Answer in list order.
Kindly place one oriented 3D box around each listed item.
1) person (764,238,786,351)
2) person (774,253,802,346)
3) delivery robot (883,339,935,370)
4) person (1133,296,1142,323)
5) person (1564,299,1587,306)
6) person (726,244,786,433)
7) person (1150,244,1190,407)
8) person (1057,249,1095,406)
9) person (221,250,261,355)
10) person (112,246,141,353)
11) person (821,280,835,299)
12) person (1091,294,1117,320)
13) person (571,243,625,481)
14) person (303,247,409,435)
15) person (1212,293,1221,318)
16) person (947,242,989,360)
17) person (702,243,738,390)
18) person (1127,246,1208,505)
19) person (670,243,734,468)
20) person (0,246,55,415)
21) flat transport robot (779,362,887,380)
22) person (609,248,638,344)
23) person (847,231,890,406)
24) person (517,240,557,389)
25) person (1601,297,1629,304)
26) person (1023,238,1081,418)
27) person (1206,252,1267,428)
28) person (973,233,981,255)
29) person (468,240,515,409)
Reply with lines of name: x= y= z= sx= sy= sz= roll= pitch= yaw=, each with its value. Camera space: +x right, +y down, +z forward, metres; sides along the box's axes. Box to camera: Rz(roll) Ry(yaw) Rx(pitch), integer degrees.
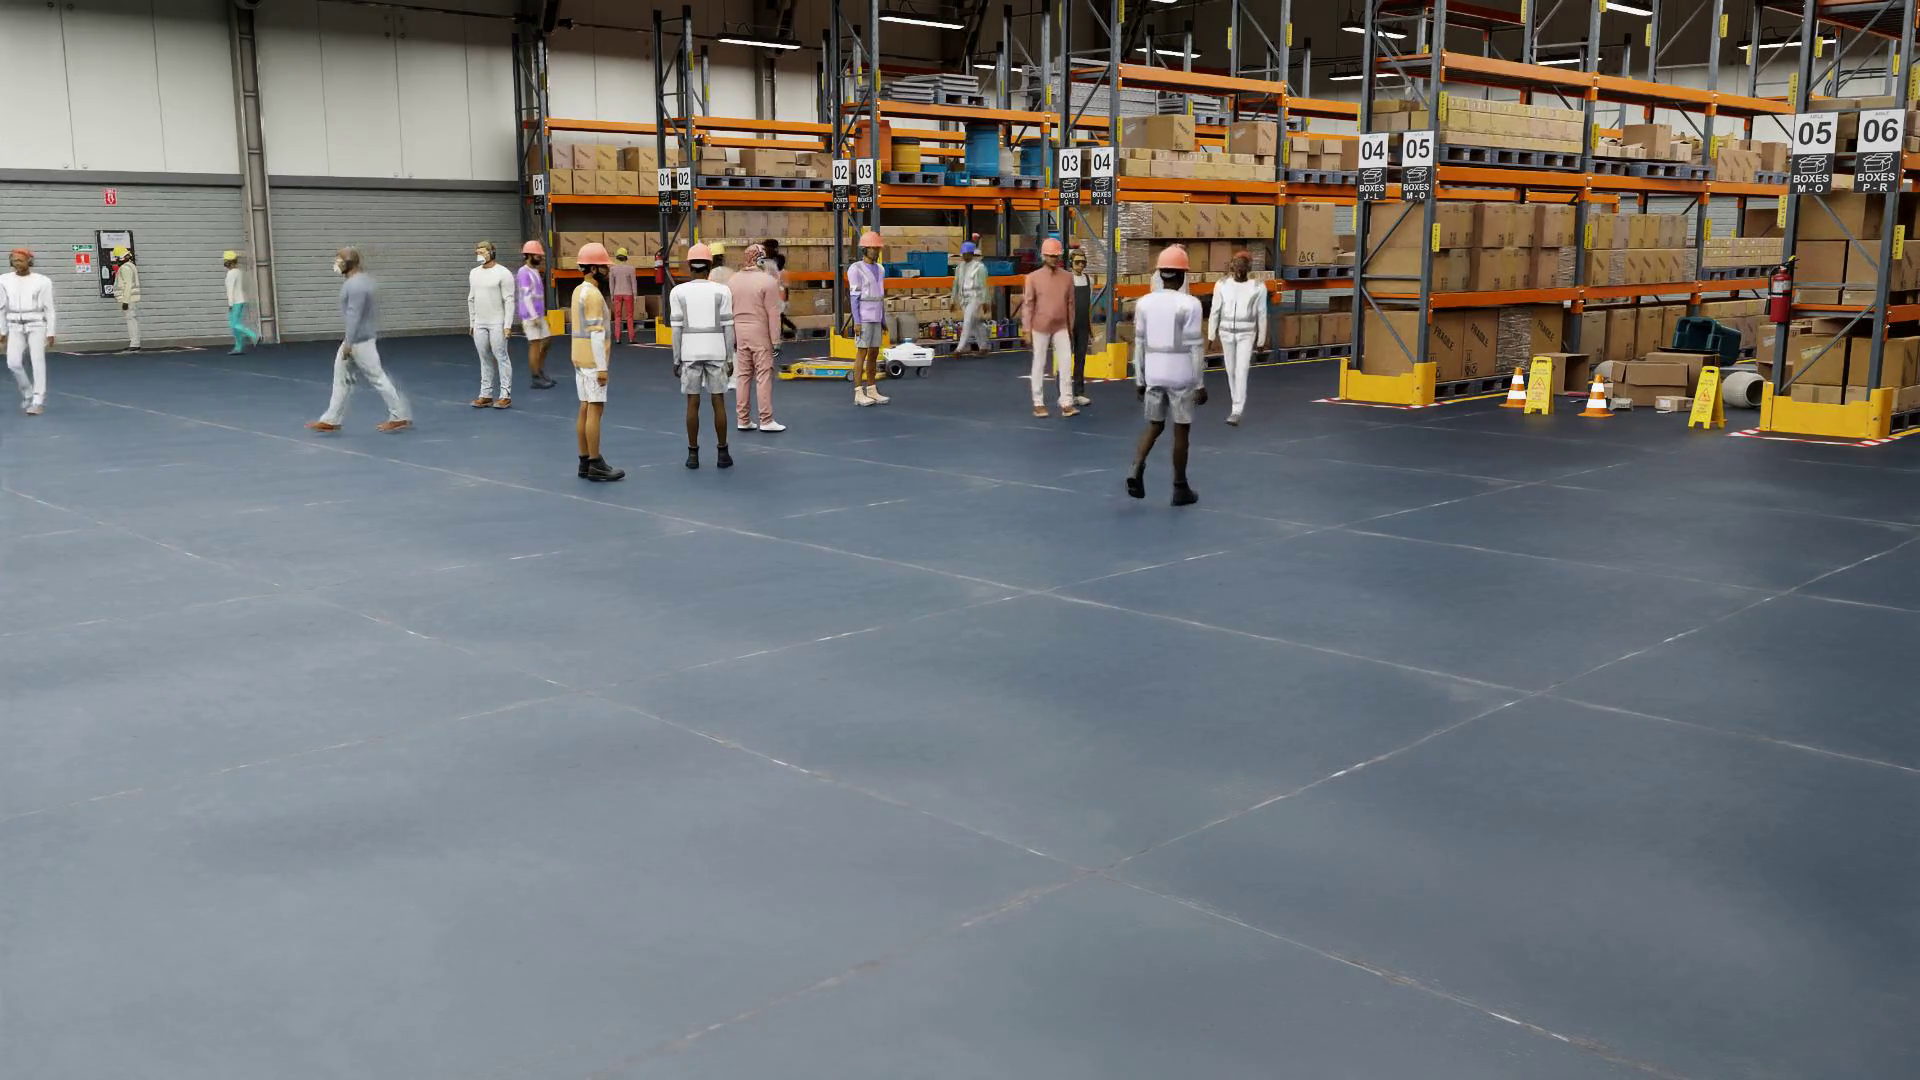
person: x=-3.230 y=-4.219 z=28.669 sx=0.415 sy=1.947 sz=0.613 roll=2 pitch=11 yaw=9
person: x=-3.198 y=-4.387 z=30.342 sx=0.666 sy=1.678 sz=0.540 roll=-6 pitch=12 yaw=-31
delivery robot: x=-0.723 y=-2.620 z=23.629 sx=0.707 sy=0.478 sz=0.477 roll=-2 pitch=11 yaw=-11
person: x=4.126 y=-5.745 z=37.921 sx=0.505 sy=1.611 sz=0.622 roll=10 pitch=14 yaw=43
person: x=9.986 y=-3.780 z=26.973 sx=0.318 sy=1.700 sz=0.536 roll=-3 pitch=11 yaw=-15
person: x=-2.078 y=-2.064 z=17.052 sx=0.651 sy=1.906 sz=0.403 roll=7 pitch=12 yaw=32
person: x=2.508 y=-2.528 z=19.604 sx=0.401 sy=1.901 sz=0.642 roll=-5 pitch=11 yaw=-24
person: x=1.360 y=-2.513 z=19.672 sx=0.514 sy=1.842 sz=0.324 roll=-5 pitch=12 yaw=-28
person: x=-12.114 y=-3.989 z=27.971 sx=0.523 sy=1.750 sz=0.538 roll=-2 pitch=11 yaw=-12
person: x=-14.265 y=-4.119 z=28.485 sx=0.403 sy=1.822 sz=0.586 roll=-3 pitch=11 yaw=-18
person: x=-2.835 y=-5.619 z=36.345 sx=0.372 sy=1.940 sz=0.631 roll=-8 pitch=13 yaw=-38
person: x=2.999 y=-5.455 z=35.818 sx=0.869 sy=1.816 sz=0.575 roll=-7 pitch=13 yaw=-35
person: x=-3.013 y=-1.474 z=13.741 sx=0.374 sy=1.939 sz=0.545 roll=-5 pitch=12 yaw=-25
person: x=-6.109 y=-2.007 z=16.803 sx=1.015 sy=1.886 sz=0.650 roll=-5 pitch=12 yaw=-25
person: x=5.138 y=-4.826 z=31.894 sx=0.437 sy=1.978 sz=0.657 roll=-9 pitch=13 yaw=-39
person: x=0.154 y=-3.891 z=27.042 sx=1.013 sy=1.899 sz=0.642 roll=-10 pitch=14 yaw=-44
person: x=-3.230 y=-2.909 z=21.684 sx=0.848 sy=1.898 sz=0.605 roll=5 pitch=12 yaw=27
person: x=1.558 y=-1.210 z=12.333 sx=0.564 sy=1.923 sz=0.628 roll=8 pitch=13 yaw=38
person: x=-2.230 y=-1.598 z=14.448 sx=0.543 sy=1.928 sz=0.372 roll=-1 pitch=10 yaw=-6
person: x=-10.485 y=-2.346 z=18.681 sx=0.615 sy=1.872 sz=0.414 roll=-2 pitch=11 yaw=-9
flat transport robot: x=-1.769 y=-2.387 z=23.389 sx=1.431 sy=0.197 sz=0.652 roll=2 pitch=11 yaw=9
person: x=-6.235 y=-4.527 z=30.852 sx=0.529 sy=1.772 sz=0.304 roll=1 pitch=10 yaw=5
person: x=-1.066 y=-2.632 z=19.764 sx=0.365 sy=2.047 sz=0.608 roll=7 pitch=12 yaw=33
person: x=-5.594 y=-2.970 z=21.918 sx=0.398 sy=1.933 sz=0.563 roll=1 pitch=10 yaw=8
person: x=13.064 y=-4.871 z=33.122 sx=0.538 sy=1.622 sz=0.438 roll=9 pitch=14 yaw=40
person: x=1.028 y=-2.304 z=18.208 sx=0.666 sy=1.955 sz=0.911 roll=-4 pitch=11 yaw=-20
person: x=2.952 y=-2.140 z=17.697 sx=0.581 sy=1.834 sz=1.003 roll=5 pitch=11 yaw=24
person: x=0.323 y=-5.949 z=37.859 sx=0.615 sy=2.043 sz=0.373 roll=10 pitch=14 yaw=44
person: x=-5.466 y=-2.508 z=19.383 sx=0.627 sy=1.940 sz=0.371 roll=5 pitch=11 yaw=24
